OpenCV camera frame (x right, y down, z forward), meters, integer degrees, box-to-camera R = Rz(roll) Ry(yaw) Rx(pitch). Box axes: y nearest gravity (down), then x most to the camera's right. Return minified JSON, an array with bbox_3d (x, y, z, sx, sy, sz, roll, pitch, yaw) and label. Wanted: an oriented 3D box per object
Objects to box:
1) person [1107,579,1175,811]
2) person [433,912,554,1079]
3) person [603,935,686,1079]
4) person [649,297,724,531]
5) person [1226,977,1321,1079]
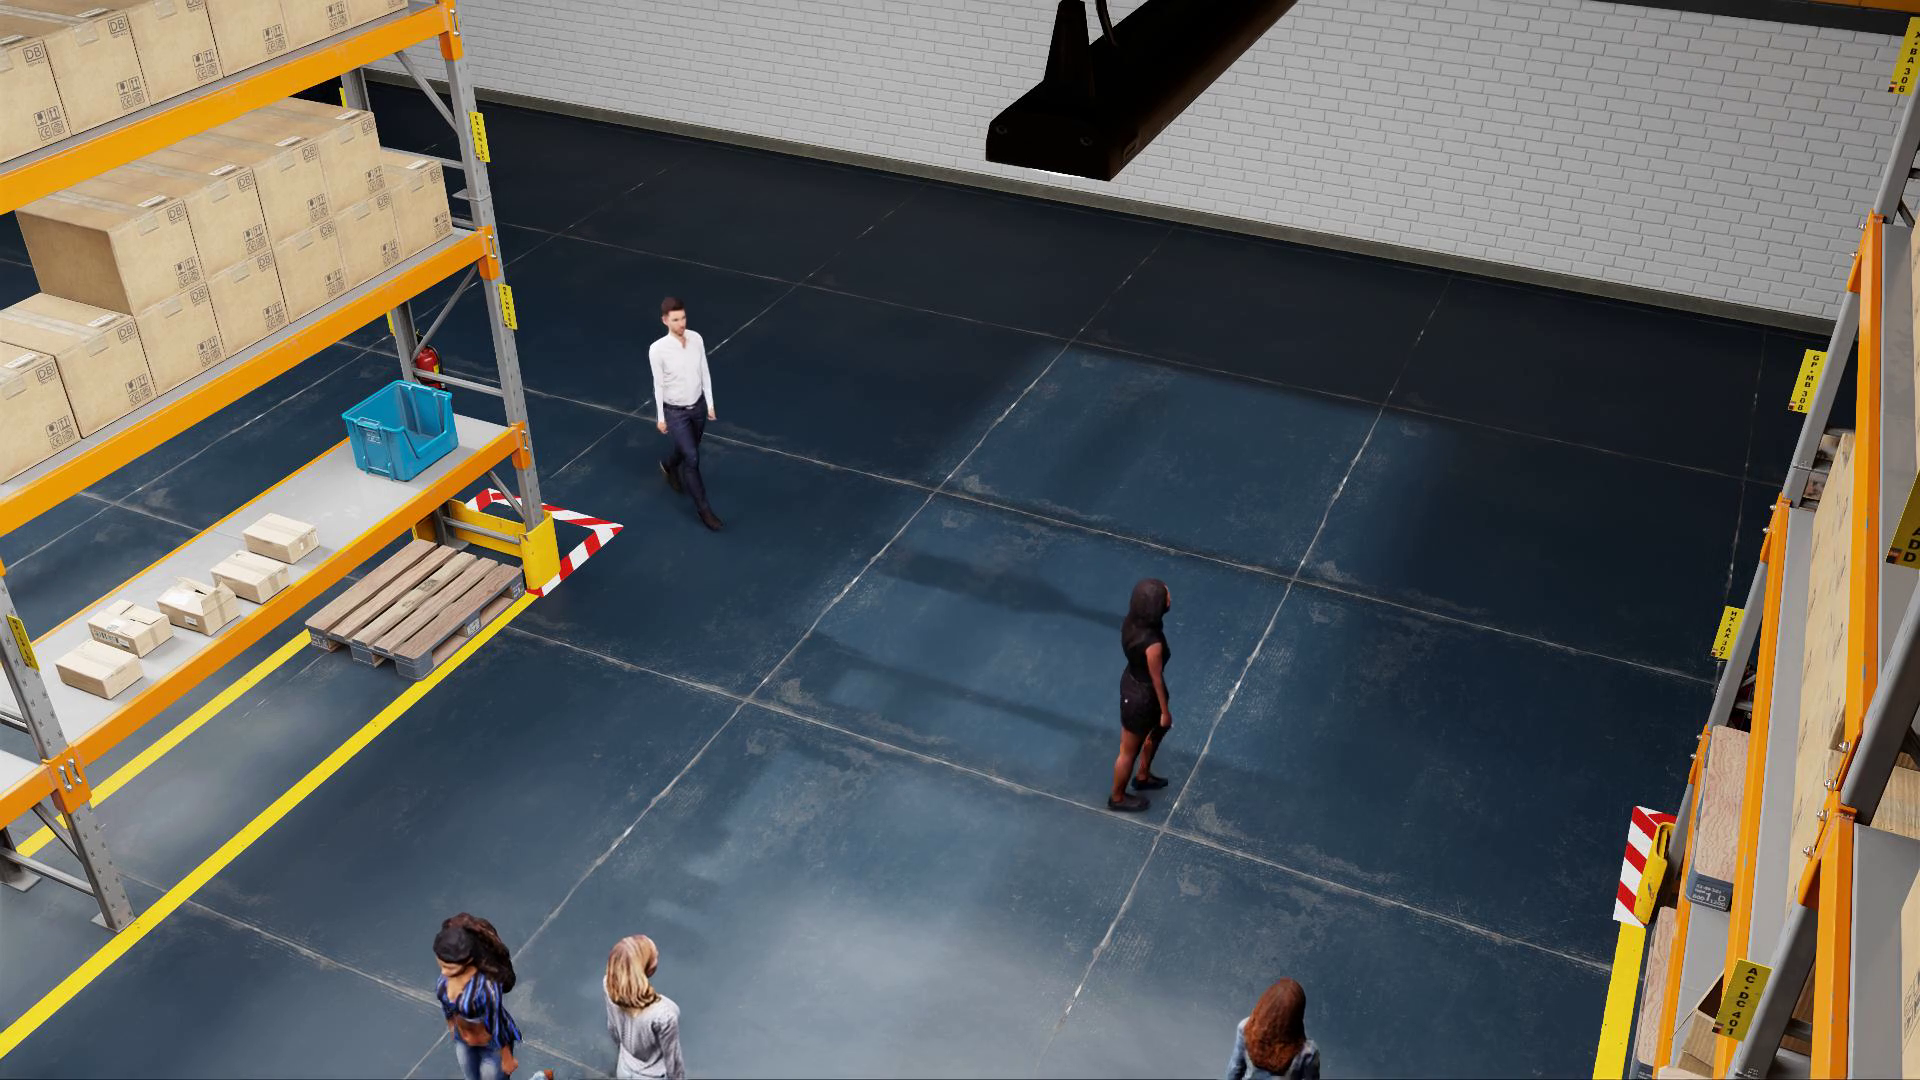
[{"bbox_3d":[1.007,0.968,10.014,0.817,1.726,0.746,-4,34,-6],"label":"person"},{"bbox_3d":[-2.231,2.365,8.013,0.703,1.614,0.751,23,40,30],"label":"person"},{"bbox_3d":[-1.425,2.485,7.668,0.637,1.796,0.586,24,41,32],"label":"person"},{"bbox_3d":[-2.192,-1.063,12.959,1.224,1.849,1.048,-25,41,-32],"label":"person"},{"bbox_3d":[1.411,2.658,7.723,0.639,1.448,1.013,18,38,25],"label":"person"}]
